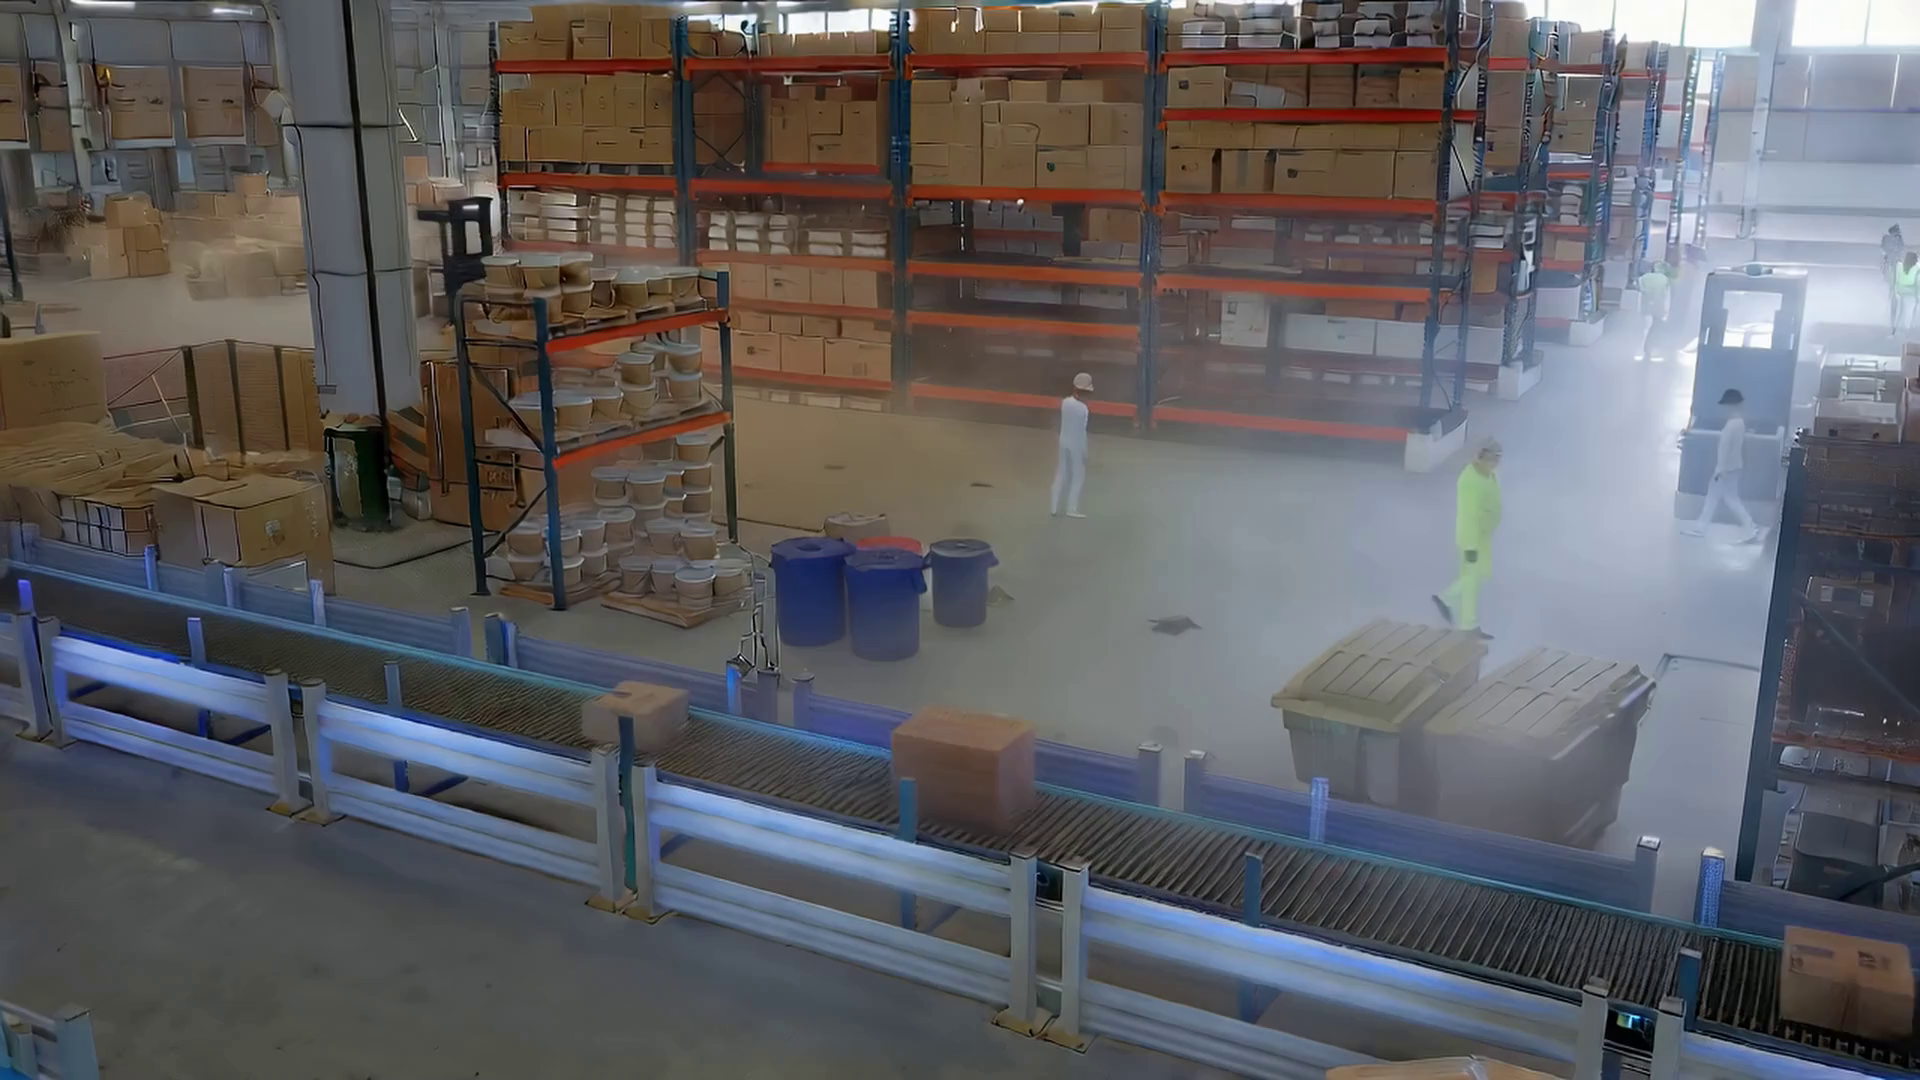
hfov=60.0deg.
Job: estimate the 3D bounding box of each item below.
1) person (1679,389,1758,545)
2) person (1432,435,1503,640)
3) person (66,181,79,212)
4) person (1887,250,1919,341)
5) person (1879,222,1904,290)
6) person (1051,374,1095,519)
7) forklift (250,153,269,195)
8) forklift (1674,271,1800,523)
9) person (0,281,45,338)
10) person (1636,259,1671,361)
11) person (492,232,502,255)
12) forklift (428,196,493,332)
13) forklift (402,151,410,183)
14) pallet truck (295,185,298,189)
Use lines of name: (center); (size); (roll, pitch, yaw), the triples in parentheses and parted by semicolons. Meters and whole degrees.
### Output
person: (8.488, -0.808, 18.350); (0.816, 1.728, 0.535); (7, 17, 26)
person: (4.653, -0.043, 15.151); (0.528, 1.891, 0.655); (9, 17, 30)
person: (-32.004, -12.050, 60.275); (0.620, 1.893, 0.856); (14, 20, 43)
person: (19.310, -5.004, 33.926); (0.657, 1.827, 0.508); (12, 19, 39)
person: (23.995, -7.337, 42.866); (0.500, 1.730, 0.455); (10, 18, 34)
person: (1.286, -1.095, 19.440); (0.494, 1.725, 0.558); (-9, 17, -29)
forklift: (-25.800, -12.825, 61.311); (1.873, 2.768, 1.129); (-8, 17, -29)
forklift: (9.269, -1.763, 19.726); (1.129, 2.768, 1.873); (8, 17, 27)
person: (-15.311, -3.270, 27.237); (0.590, 1.919, 0.391); (-6, 16, -23)
person: (13.026, -4.308, 31.180); (0.400, 1.902, 0.641); (-9, 17, -30)
person: (-10.202, -5.822, 36.788); (0.365, 1.939, 0.636); (-6, 16, -21)
forklift: (-10.098, -5.733, 34.653); (1.873, 2.768, 1.129); (8, 17, 28)
forklift: (-21.519, -13.653, 64.424); (1.873, 2.768, 1.129); (-1, 15, -5)
pallet truck: (-26.804, -14.617, 69.738); (1.885, 1.965, 0.823); (-14, 20, -42)
